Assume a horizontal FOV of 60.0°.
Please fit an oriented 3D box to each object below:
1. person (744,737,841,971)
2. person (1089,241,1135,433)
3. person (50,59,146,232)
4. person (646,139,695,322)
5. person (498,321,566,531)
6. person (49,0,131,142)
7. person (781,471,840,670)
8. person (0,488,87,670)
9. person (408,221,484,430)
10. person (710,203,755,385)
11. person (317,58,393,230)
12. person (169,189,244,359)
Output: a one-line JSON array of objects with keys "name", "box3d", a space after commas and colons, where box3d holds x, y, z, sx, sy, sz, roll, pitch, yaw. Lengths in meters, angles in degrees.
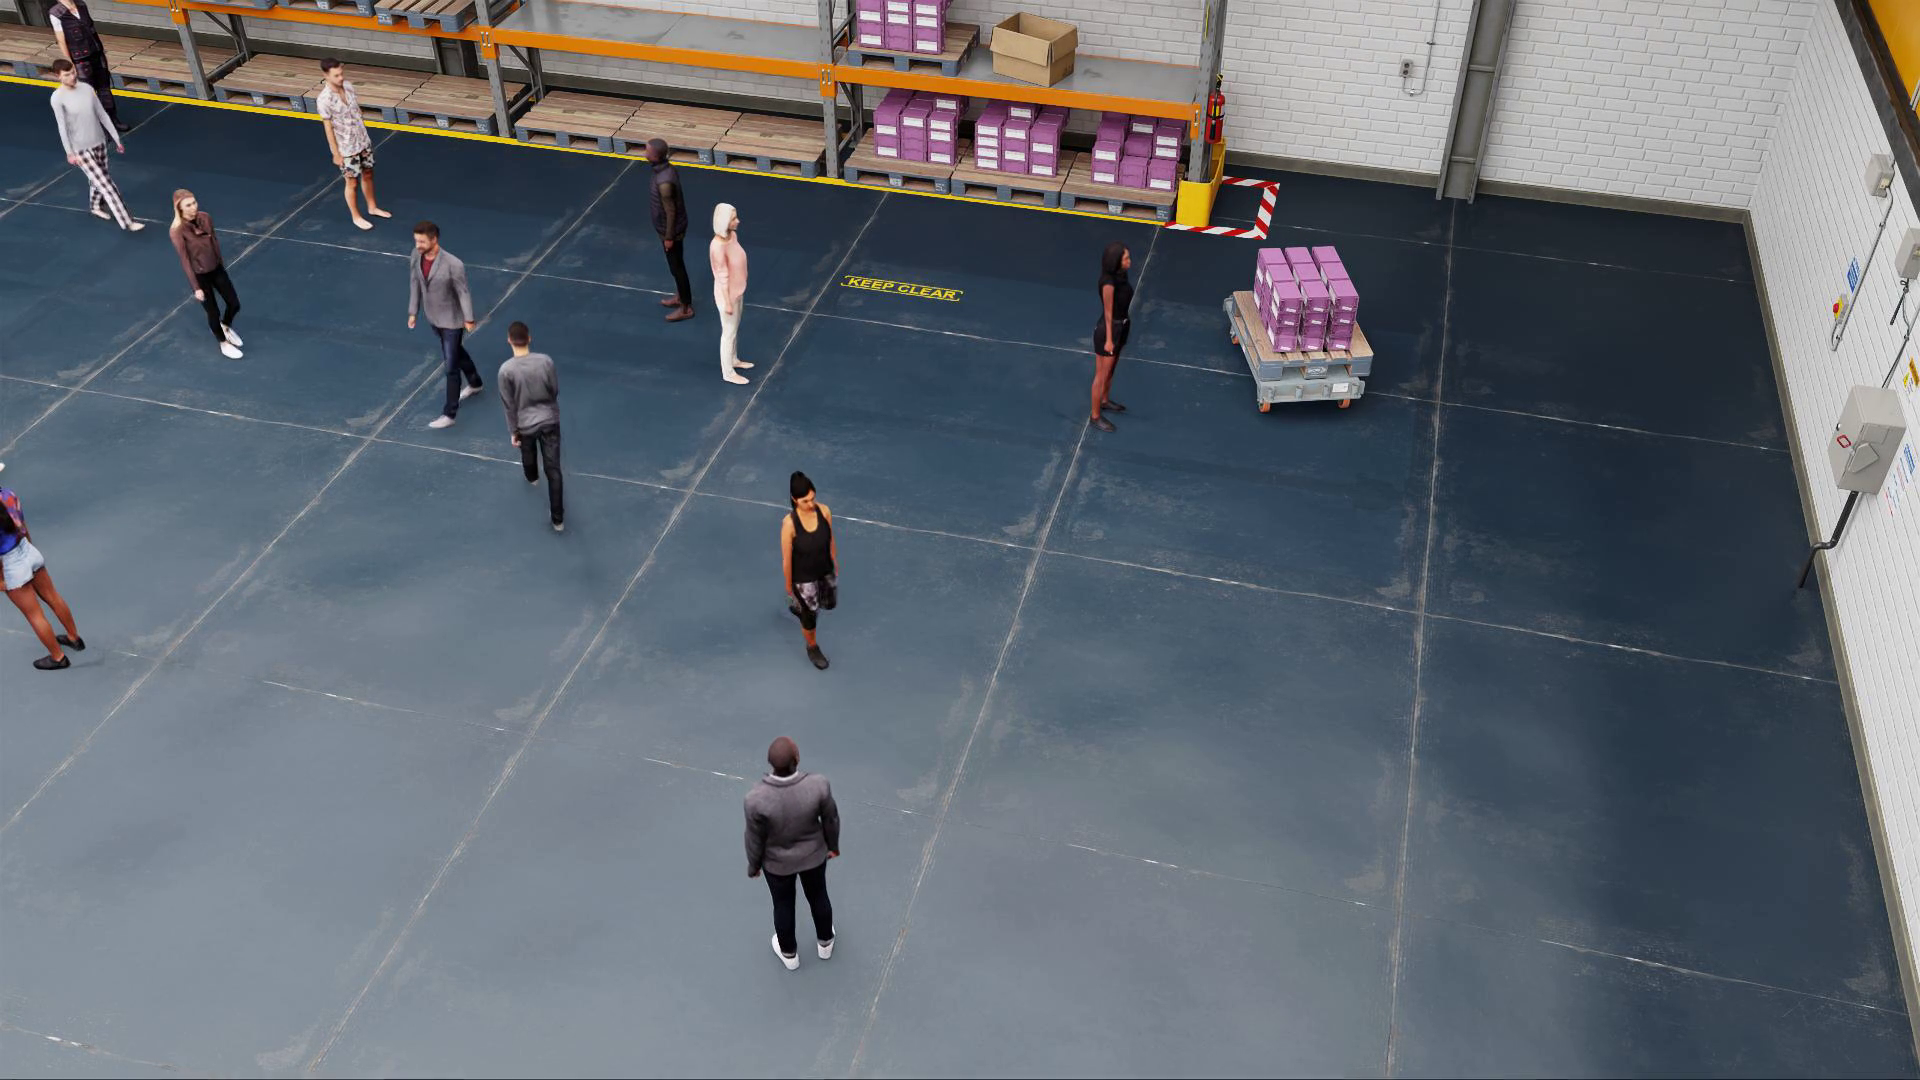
[{"name": "person", "box3d": [-0.961, 1.840, 9.674, 0.731, 1.813, 0.864, -10, 40, -12]}, {"name": "person", "box3d": [1.301, -1.772, 14.255, 0.527, 1.740, 0.613, 13, 40, 16]}, {"name": "person", "box3d": [-8.980, -4.054, 17.067, 1.217, 1.798, 0.862, 20, 43, 23]}, {"name": "person", "box3d": [-2.719, -2.934, 15.634, 0.758, 1.835, 0.776, -8, 39, -10]}, {"name": "person", "box3d": [-3.318, -0.861, 13.135, 1.162, 1.714, 1.108, -14, 41, -17]}, {"name": "person", "box3d": [-9.884, -5.460, 18.786, 0.623, 1.849, 0.694, 16, 41, 19]}, {"name": "person", "box3d": [-1.112, 0.173, 11.887, 0.795, 1.656, 0.879, -29, 47, -32]}, {"name": "person", "box3d": [-6.671, 0.187, 11.800, 0.540, 1.743, 0.610, 6, 39, 7]}, {"name": "person", "box3d": [-4.420, -1.949, 14.402, 1.083, 1.833, 0.951, 20, 43, 24]}, {"name": "person", "box3d": [-2.051, -2.218, 14.827, 0.559, 1.724, 0.627, 4, 39, 5]}, {"name": "person", "box3d": [-6.305, -4.107, 17.123, 0.630, 1.810, 0.708, 15, 41, 18]}, {"name": "person", "box3d": [-6.892, -2.418, 15.102, 0.701, 1.692, 0.690, 21, 43, 24]}]
